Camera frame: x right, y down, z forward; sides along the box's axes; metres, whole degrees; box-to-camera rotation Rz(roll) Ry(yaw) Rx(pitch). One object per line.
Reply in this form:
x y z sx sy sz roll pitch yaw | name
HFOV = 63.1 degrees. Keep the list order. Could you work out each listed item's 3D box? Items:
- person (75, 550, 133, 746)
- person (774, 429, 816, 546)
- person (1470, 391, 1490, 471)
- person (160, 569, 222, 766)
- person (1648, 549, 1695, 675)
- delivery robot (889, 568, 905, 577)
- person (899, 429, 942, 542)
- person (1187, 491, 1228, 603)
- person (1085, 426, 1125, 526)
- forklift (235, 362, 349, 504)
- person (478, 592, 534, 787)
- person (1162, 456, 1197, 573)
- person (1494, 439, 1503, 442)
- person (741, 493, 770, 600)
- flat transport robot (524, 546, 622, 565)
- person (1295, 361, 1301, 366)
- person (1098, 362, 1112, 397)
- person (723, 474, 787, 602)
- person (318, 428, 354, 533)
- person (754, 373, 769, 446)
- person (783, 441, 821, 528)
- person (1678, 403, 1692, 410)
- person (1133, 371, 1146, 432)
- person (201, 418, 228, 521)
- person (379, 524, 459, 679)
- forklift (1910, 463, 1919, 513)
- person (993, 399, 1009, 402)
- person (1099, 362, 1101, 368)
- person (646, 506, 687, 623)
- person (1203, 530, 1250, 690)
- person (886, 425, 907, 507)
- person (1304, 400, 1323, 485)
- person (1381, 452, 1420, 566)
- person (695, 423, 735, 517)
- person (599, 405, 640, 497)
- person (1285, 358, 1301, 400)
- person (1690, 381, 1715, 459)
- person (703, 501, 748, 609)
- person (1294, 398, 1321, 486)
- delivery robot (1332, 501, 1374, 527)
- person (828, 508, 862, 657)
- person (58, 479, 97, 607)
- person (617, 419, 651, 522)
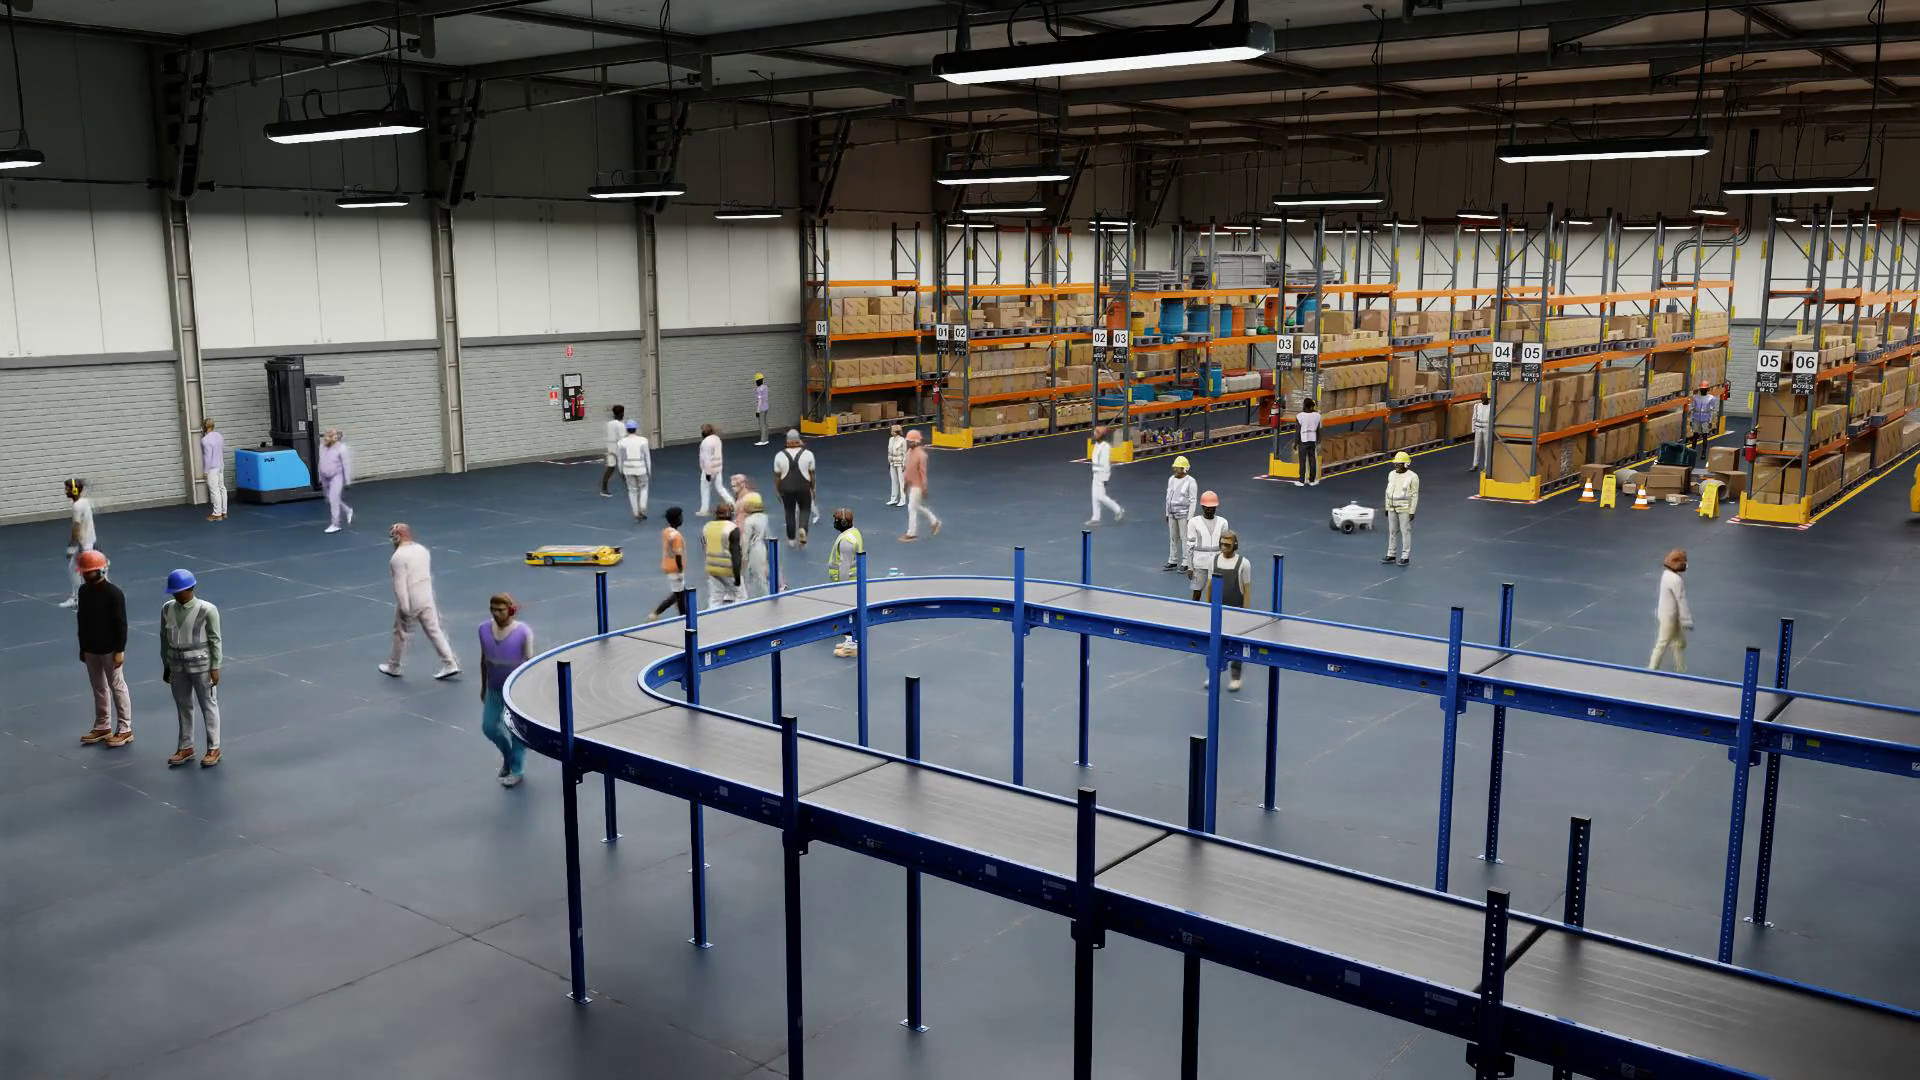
-8.658 1.079 15.777 0.611 1.994 0.379 4 11 22 | person
-2.829 -0.886 26.827 0.707 2.000 0.548 0 10 -2 | person
12.184 -2.531 36.414 0.572 1.883 0.356 7 12 36 | person
-7.438 1.223 15.127 0.604 1.937 0.403 1 10 7 | person
8.218 0.905 17.853 0.634 1.614 0.510 3 10 16 | person
-0.934 0.515 22.130 0.335 0.223 0.698 4 11 23 | delivery robot
-0.696 -0.975 27.419 0.801 1.968 0.625 -4 11 -23 | person
3.197 0.323 20.195 0.545 1.938 0.361 -2 10 -10 | person
2.669 -1.189 28.921 0.631 1.865 0.579 -3 10 -15 | person
-13.803 -2.244 32.110 1.129 2.768 1.873 8 13 37 | forklift
-4.215 1.376 14.547 0.599 1.831 0.447 3 11 17 | person
3.446 -0.410 24.602 0.403 1.836 0.592 -8 13 -37 | person
12.037 -2.231 34.712 0.643 1.892 1.024 6 12 32 | person
-2.861 0.216 21.456 0.596 1.706 0.477 2 10 8 | person
-6.290 0.240 25.470 1.431 0.197 0.652 0 10 1 | flat transport robot
10.630 -4.758 49.295 0.547 1.747 0.591 9 14 42 | person
4.543 -4.813 49.435 0.606 1.812 0.543 6 11 29 | person
-2.985 -0.031 22.432 0.944 1.861 0.651 -2 10 -14 | person
-11.338 -1.111 28.421 0.649 1.884 0.712 5 11 26 | person
-5.299 -3.482 41.665 0.380 1.917 0.586 2 10 13 | person
-2.931 -1.064 28.909 0.524 1.614 0.773 8 13 36 | person
21.335 -4.186 45.756 0.993 1.875 0.589 8 13 37 | person
5.190 -3.968 44.849 0.506 1.750 0.545 -10 14 -43 | person
-14.108 -1.338 29.540 0.370 1.941 0.627 0 10 1 | person
-6.358 0.724 18.275 1.035 1.837 0.654 4 11 21 | person
19.034 -1.348 28.998 2.313 2.155 1.214 8 13 37 | forklift
1.137 -4.296 46.121 0.642 1.964 0.576 6 12 32 | person
4.645 -5.073 51.354 0.544 1.656 0.844 7 12 35 | person
-3.799 0.381 20.601 0.650 1.685 0.558 -4 11 -22 | person
3.041 0.789 17.832 0.515 1.842 0.328 6 12 29 | person
-1.253 -1.494 31.261 0.311 1.639 0.513 -9 14 -42 | person
7.706 -2.142 34.260 0.309 1.868 0.535 -6 12 -30 | person
7.078 -0.513 25.191 0.404 1.832 0.600 -7 12 -35 | person
-4.668 -1.337 29.936 0.824 1.811 0.642 4 11 22 | person
-7.129 -1.856 32.527 0.619 1.920 0.994 8 13 39 | person
11.916 -5.795 54.986 0.995 1.813 0.538 2 10 11 | person
18.386 -2.982 38.797 0.545 1.938 0.356 8 13 38 | person
-2.988 0.406 20.069 0.664 1.813 0.624 7 12 36 | person
7.570 -2.136 34.091 0.596 1.916 0.380 -2 10 -14 | person
7.124 -0.458 28.334 0.707 0.478 0.477 -3 10 -15 | delivery robot
-1.418 0.514 19.431 0.430 1.836 0.619 1 10 6 | person
-12.399 0.062 21.923 0.781 1.841 0.524 -5 11 -25 | person
-6.103 -1.294 29.333 0.623 1.919 0.477 -1 10 -7 | person
